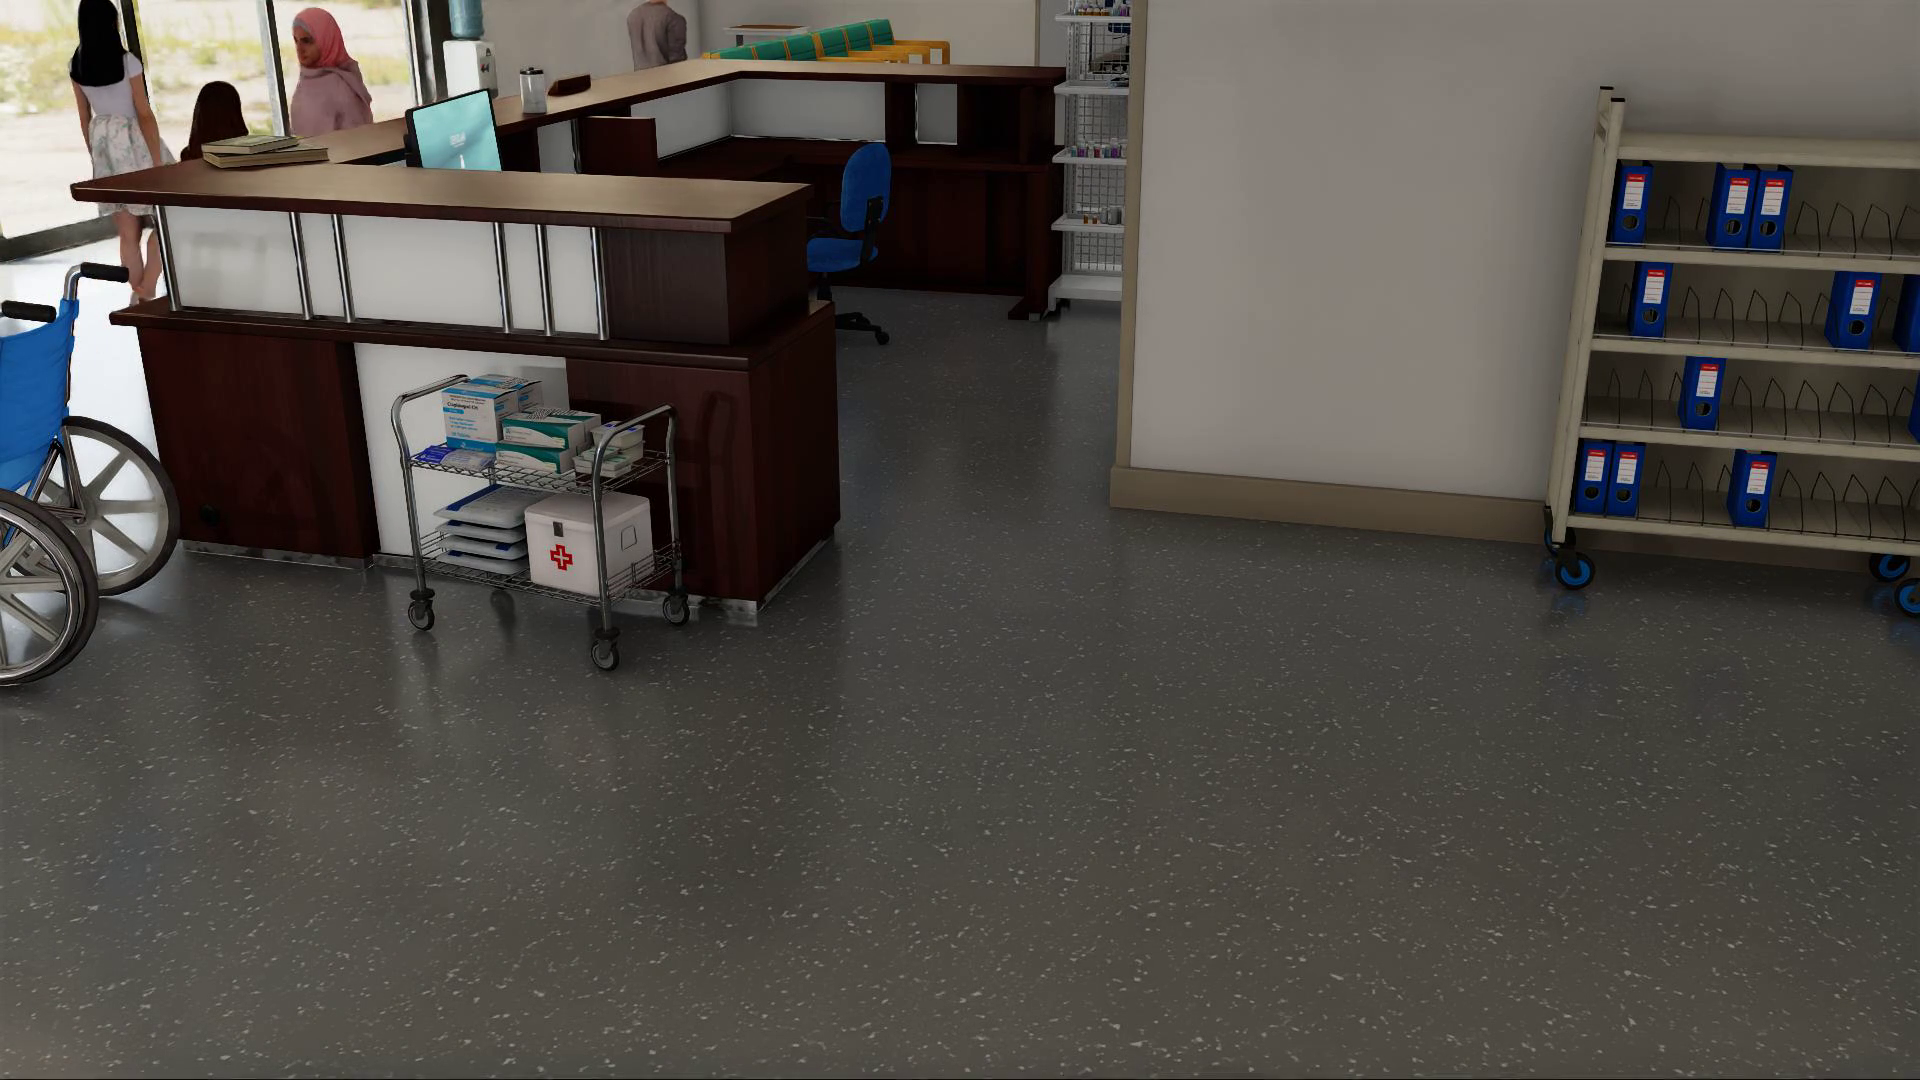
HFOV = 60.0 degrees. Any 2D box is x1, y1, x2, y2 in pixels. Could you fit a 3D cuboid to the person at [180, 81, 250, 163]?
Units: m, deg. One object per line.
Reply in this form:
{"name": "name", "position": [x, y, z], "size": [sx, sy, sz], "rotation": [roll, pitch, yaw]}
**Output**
{"name": "person", "position": [-3.295, -1.303, 7.545], "size": [0.981, 1.453, 0.809], "rotation": [0, 21, -1]}

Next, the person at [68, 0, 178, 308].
{"name": "person", "position": [-4.428, -1.932, 8.765], "size": [0.711, 1.765, 0.769], "rotation": [1, 21, 4]}

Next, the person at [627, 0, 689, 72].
{"name": "person", "position": [-2.046, -2.882, 11.092], "size": [0.724, 1.893, 0.853], "rotation": [12, 24, 29]}

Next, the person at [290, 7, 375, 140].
{"name": "person", "position": [-2.764, -1.543, 7.750], "size": [0.955, 1.757, 0.985], "rotation": [-19, 28, -40]}
